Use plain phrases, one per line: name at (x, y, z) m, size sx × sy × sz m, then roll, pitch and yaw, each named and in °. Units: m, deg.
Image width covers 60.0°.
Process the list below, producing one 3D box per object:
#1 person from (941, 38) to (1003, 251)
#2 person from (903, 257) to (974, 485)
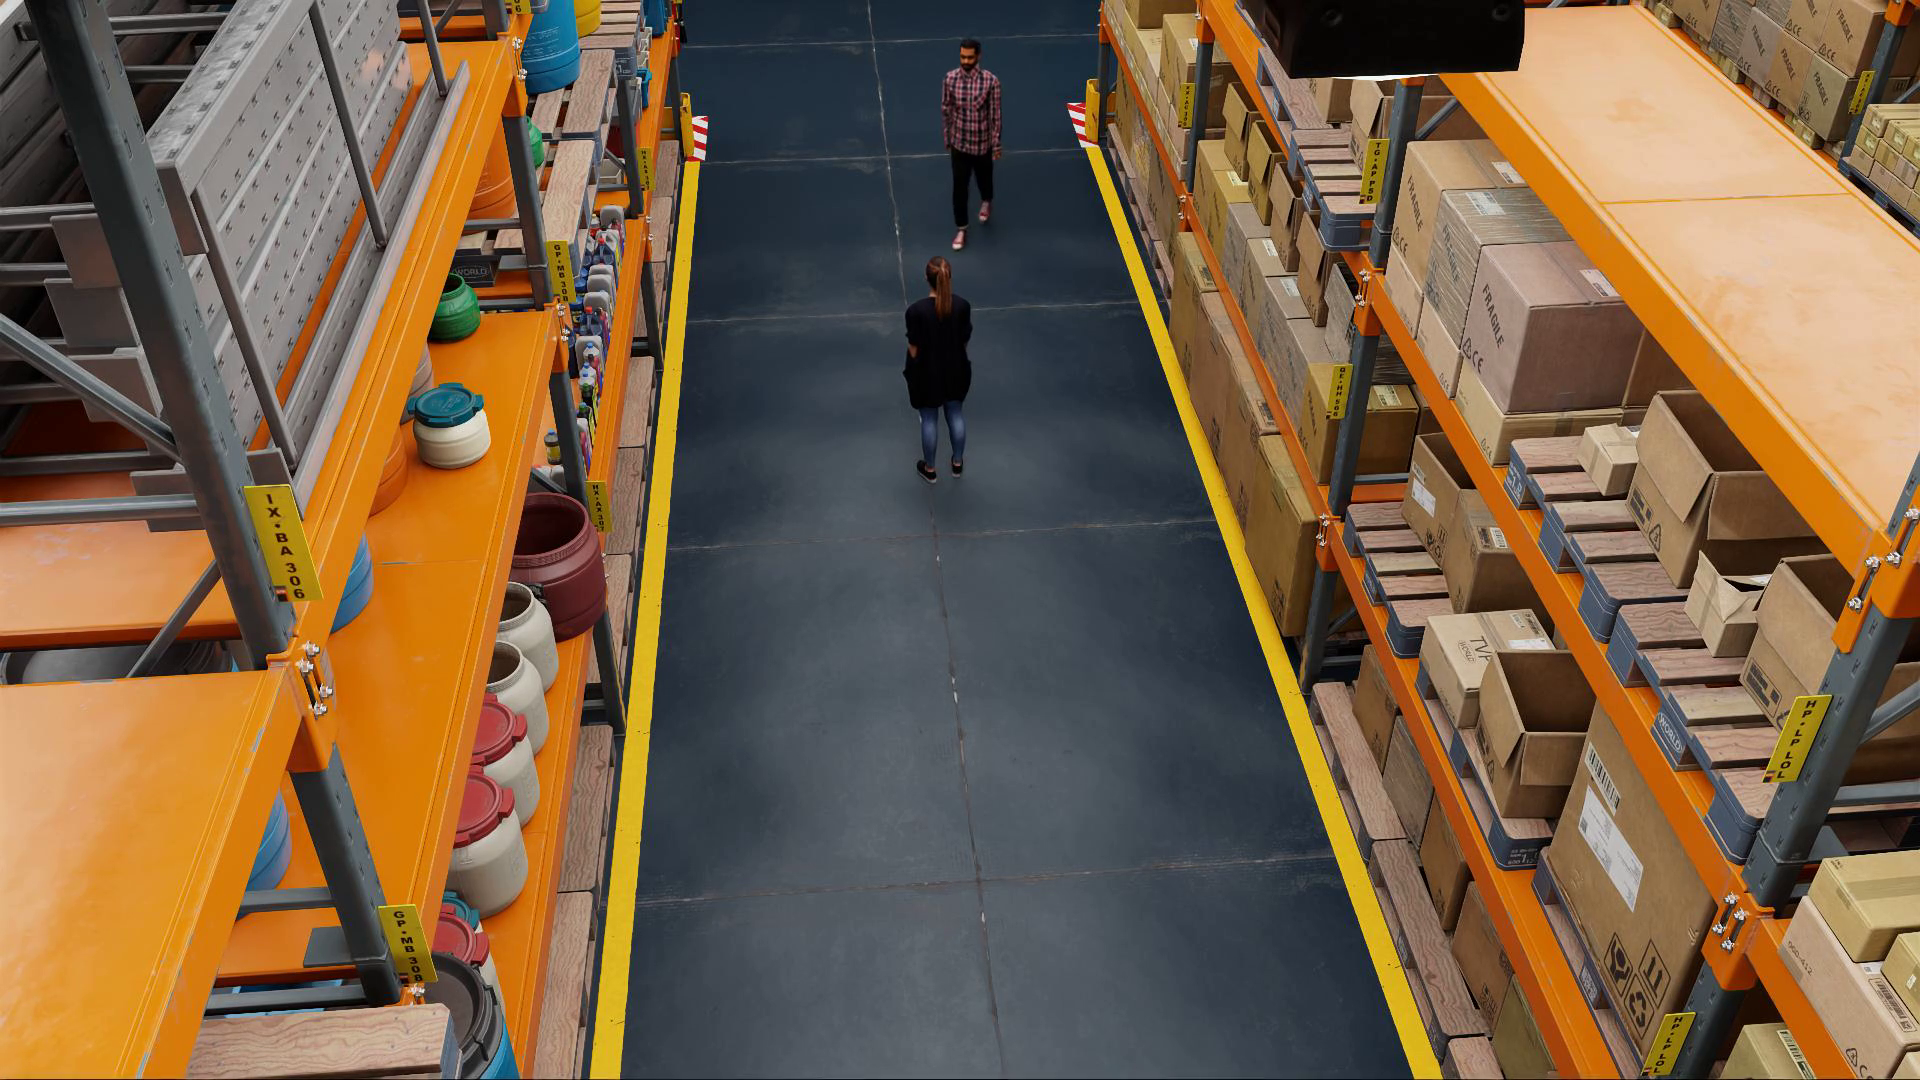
person at (0.128, -3.387, 14.025) m, size 0.863 × 1.750 × 1.063 m, roll 7°, pitch 38°, yaw 9°
person at (-0.135, -1.129, 11.112) m, size 0.666 × 1.680 × 0.610 m, roll -10°, pitch 38°, yaw -12°
